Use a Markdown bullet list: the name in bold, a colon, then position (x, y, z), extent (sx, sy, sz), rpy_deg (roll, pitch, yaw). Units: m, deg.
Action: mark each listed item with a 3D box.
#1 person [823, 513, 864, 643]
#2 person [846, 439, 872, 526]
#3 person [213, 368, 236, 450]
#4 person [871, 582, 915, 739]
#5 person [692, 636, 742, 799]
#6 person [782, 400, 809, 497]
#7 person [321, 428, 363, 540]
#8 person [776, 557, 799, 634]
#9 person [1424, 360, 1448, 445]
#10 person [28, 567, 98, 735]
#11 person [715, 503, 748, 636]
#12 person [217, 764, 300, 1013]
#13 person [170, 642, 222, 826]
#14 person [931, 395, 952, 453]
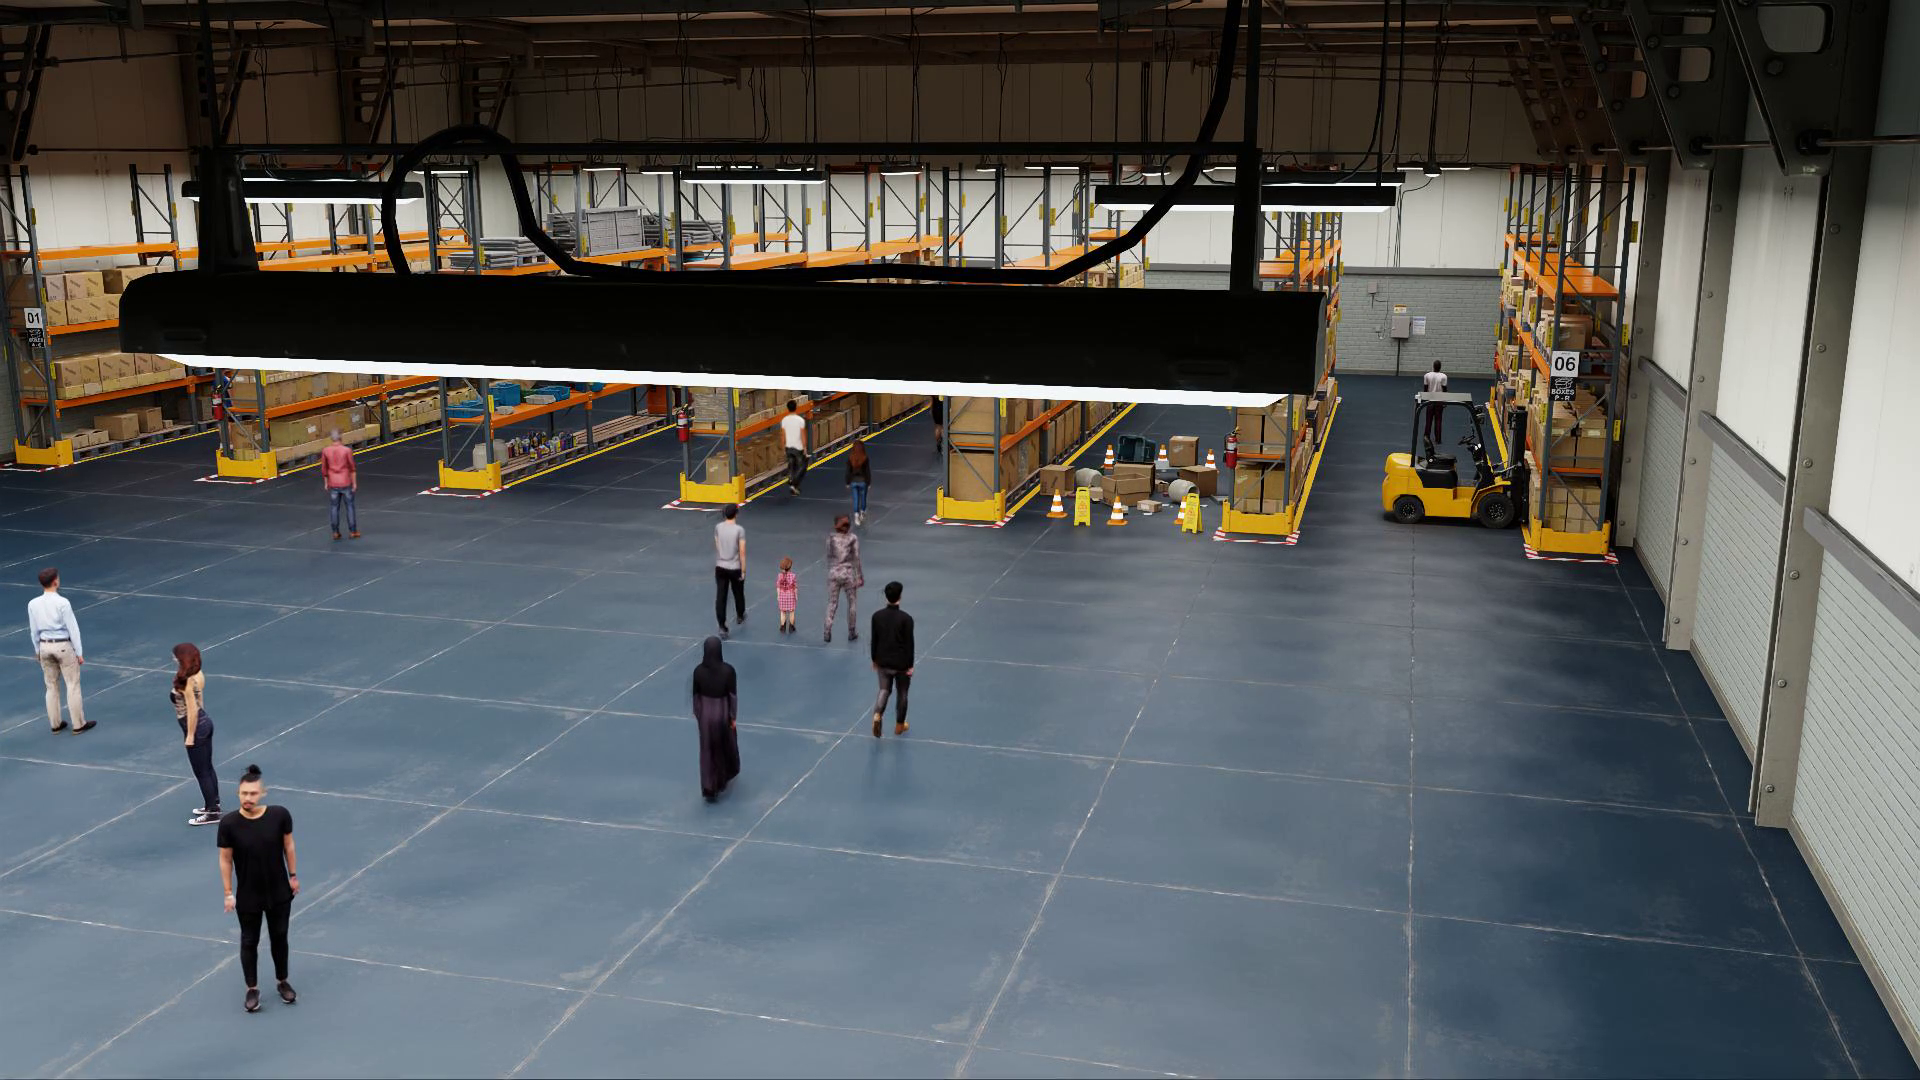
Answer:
- **person**: position (-1.542, 0.485, 21.553), extent (0.748, 1.712, 0.761), rpy_deg (2, 13, 8)
- **person**: position (-1.734, -0.955, 28.377), extent (0.781, 1.439, 1.036), rpy_deg (-1, 13, -4)
- **person**: position (-15.863, -2.909, 35.867), extent (0.673, 1.865, 0.607), rpy_deg (5, 14, 21)
- **person**: position (-0.740, 1.323, 17.946), extent (0.679, 1.706, 0.907), rpy_deg (4, 14, 18)
- **person**: position (-2.427, 1.745, 16.345), extent (0.777, 1.607, 1.137), rpy_deg (1, 13, 3)
- **person**: position (-3.083, -1.681, 30.706), extent (0.678, 1.801, 0.728), rpy_deg (5, 14, 20)
- **person**: position (-10.231, -0.941, 27.448), extent (0.756, 1.829, 0.675), rpy_deg (-1, 13, -3)
- **person**: position (-2.300, 0.722, 22.060), extent (0.486, 1.022, 0.515), rpy_deg (-1, 13, -6)
- **person**: position (10.428, -3.043, 36.514), extent (0.706, 1.836, 0.617), rpy_deg (7, 15, 28)
- **person**: position (-9.834, 1.208, 18.132), extent (0.709, 1.845, 0.674), rpy_deg (0, 13, 0)
- **person**: position (-3.066, 0.417, 21.869), extent (0.692, 1.701, 1.175), rpy_deg (2, 13, 8)
- **person**: position (-5.174, 2.545, 12.310), extent (0.762, 1.867, 0.818), rpy_deg (-7, 15, -29)
- **person**: position (-7.195, 1.808, 15.708), extent (0.746, 1.770, 0.626), rpy_deg (-3, 13, -12)
- **person**: position (-0.413, -2.685, 35.257), extent (0.672, 1.704, 0.750), rpy_deg (4, 14, 17)
